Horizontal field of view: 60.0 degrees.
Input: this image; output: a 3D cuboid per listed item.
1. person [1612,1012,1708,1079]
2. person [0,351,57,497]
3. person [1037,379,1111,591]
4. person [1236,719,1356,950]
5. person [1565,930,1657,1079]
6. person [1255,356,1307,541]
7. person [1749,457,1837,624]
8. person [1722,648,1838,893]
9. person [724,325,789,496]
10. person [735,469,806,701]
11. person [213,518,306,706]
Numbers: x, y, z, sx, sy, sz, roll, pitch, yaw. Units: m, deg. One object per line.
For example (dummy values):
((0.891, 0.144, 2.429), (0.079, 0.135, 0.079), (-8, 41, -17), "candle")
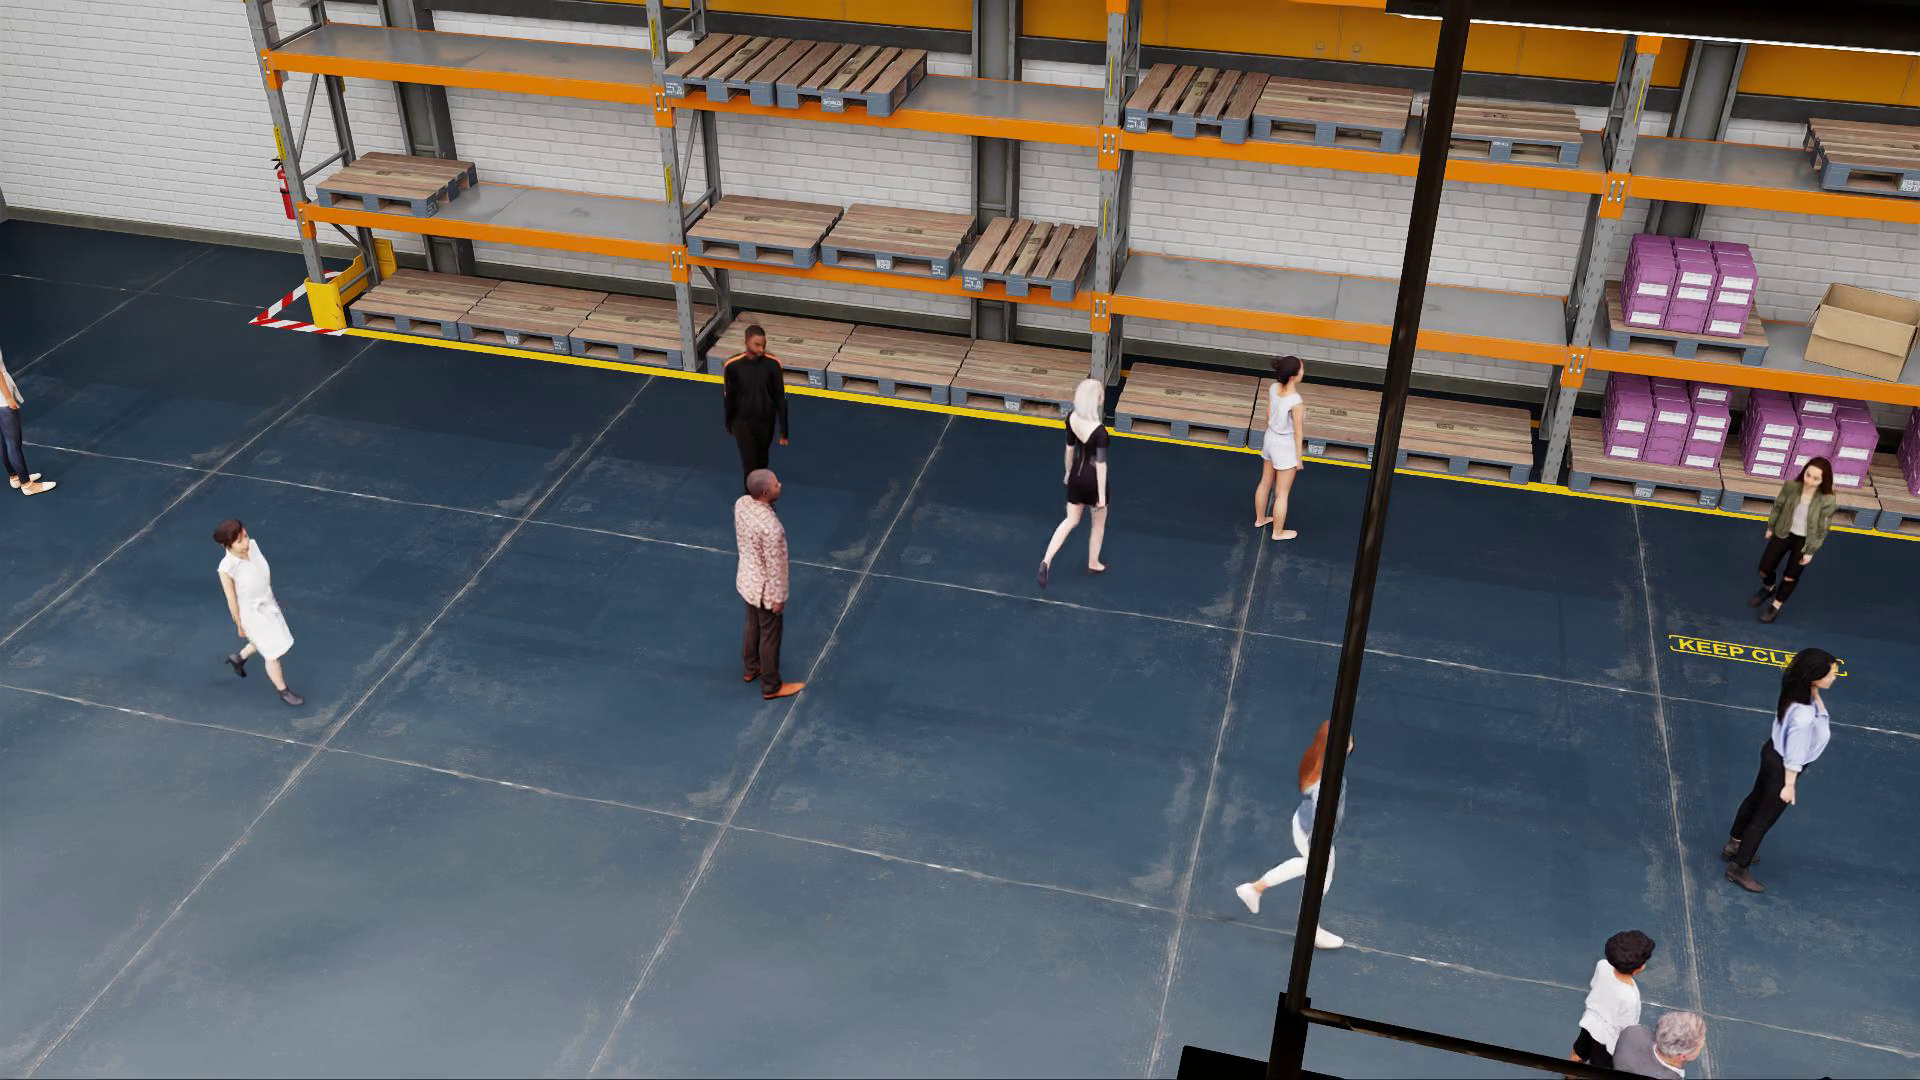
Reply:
((3.041, 2.845, 7.763), (1.223, 1.805, 1.027), (-6, 34, -9), "person")
((-8.040, -1.194, 13.856), (0.607, 1.785, 0.722), (26, 42, 34), "person")
((0.893, -0.384, 12.618), (0.978, 1.807, 1.053), (-28, 43, -35), "person")
((1.970, 1.685, 9.615), (0.915, 1.685, 0.686), (4, 34, 7), "person")
((3.387, 2.536, 8.722), (0.600, 1.256, 0.560), (-8, 34, -11), "person")
((2.579, -0.750, 13.351), (0.722, 1.606, 0.665), (-17, 37, -23), "person")
((6.265, -0.035, 12.402), (0.761, 1.466, 0.677), (-28, 43, -35), "person")
((4.951, 1.366, 10.043), (0.551, 1.743, 0.658), (10, 35, 15), "person")
((-1.703, -1.009, 13.592), (1.084, 1.769, 1.035), (-5, 34, -8), "person")
((-1.386, 0.291, 11.607), (0.855, 1.802, 0.783), (-20, 38, -27), "person")
((-4.944, 0.496, 11.540), (0.840, 1.535, 0.610), (6, 34, 9), "person")
